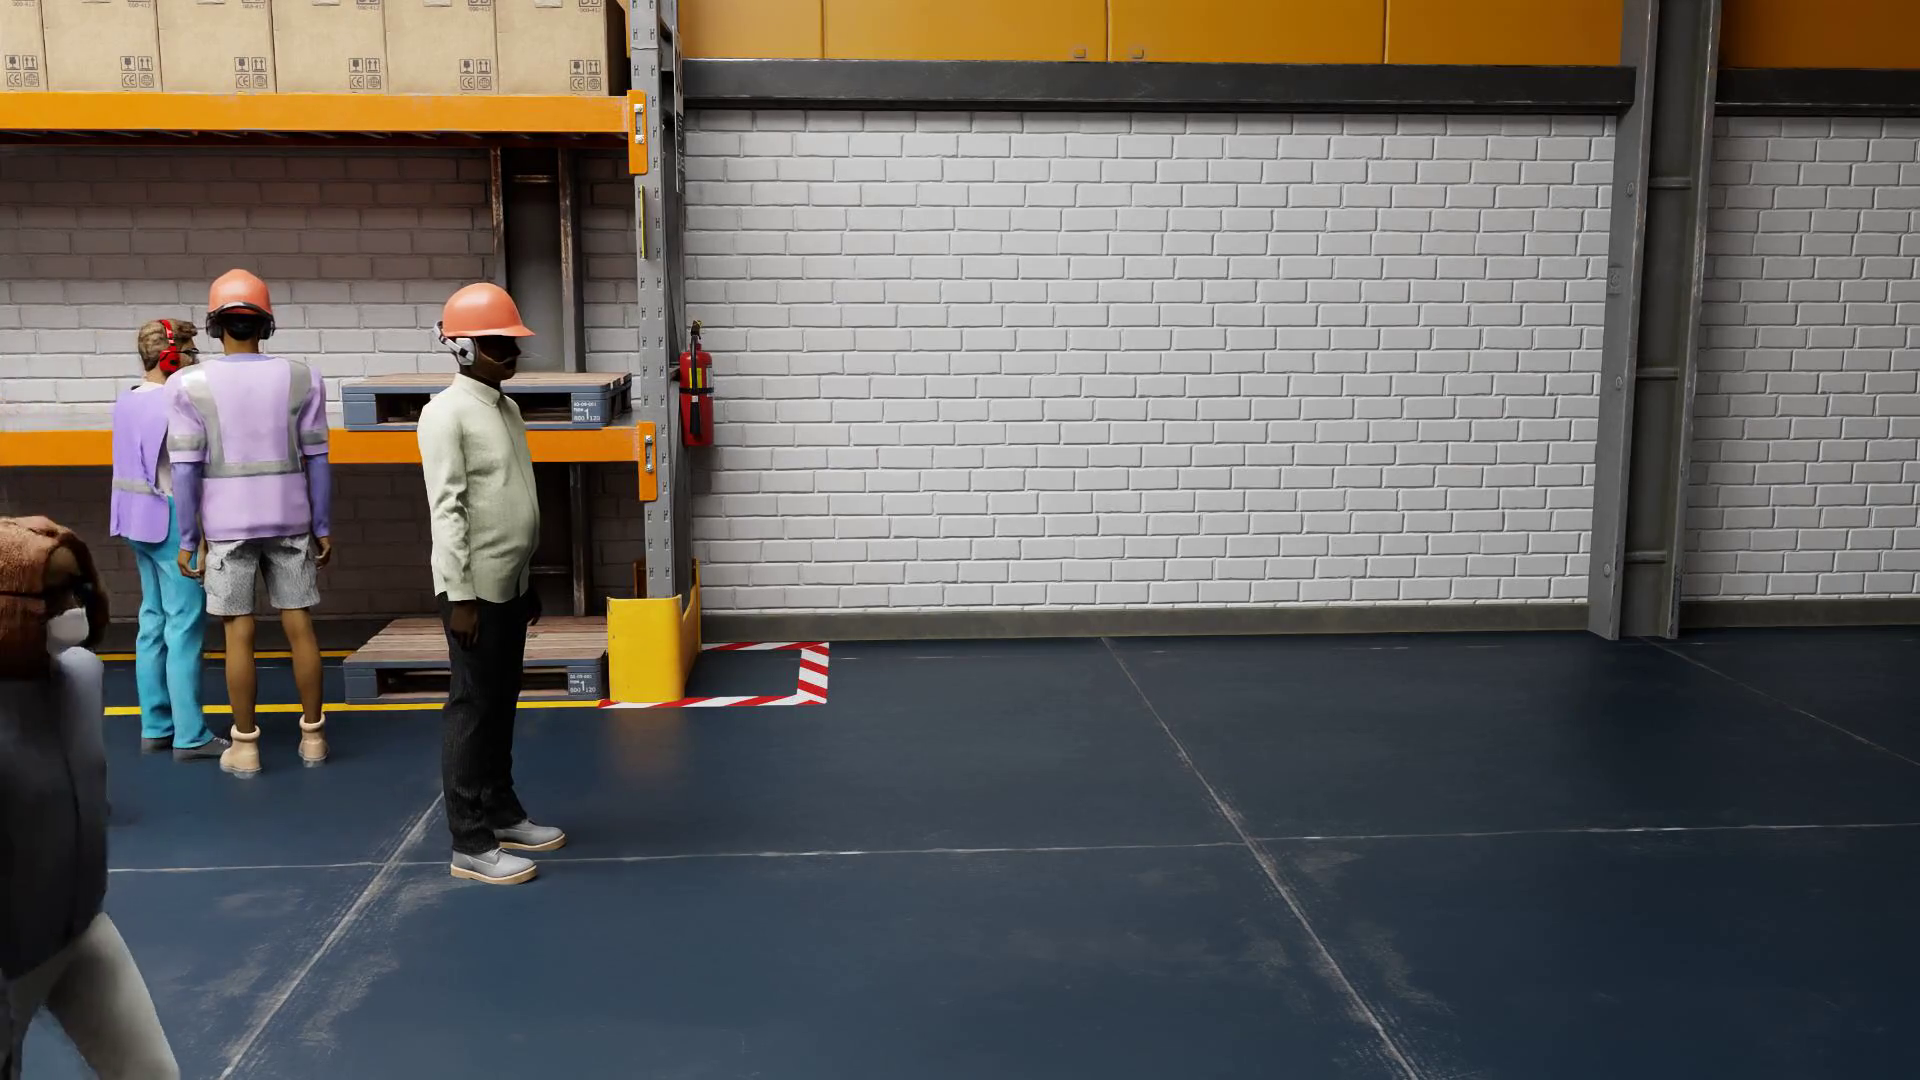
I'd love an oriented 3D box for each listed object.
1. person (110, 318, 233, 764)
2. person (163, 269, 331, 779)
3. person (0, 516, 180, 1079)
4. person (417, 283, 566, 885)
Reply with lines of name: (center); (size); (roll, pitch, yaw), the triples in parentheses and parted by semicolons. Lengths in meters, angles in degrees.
person: (-3.302, 0.007, 6.927); (0.572, 1.843, 0.373); (7, 11, 37)
person: (-2.859, -0.061, 6.730); (0.609, 2.044, 0.394); (-6, 11, -32)
person: (-1.584, 0.756, 2.981); (0.772, 1.601, 0.525); (1, 9, 6)
person: (-1.588, 0.141, 5.618); (0.375, 1.995, 0.611); (1, 9, 5)
